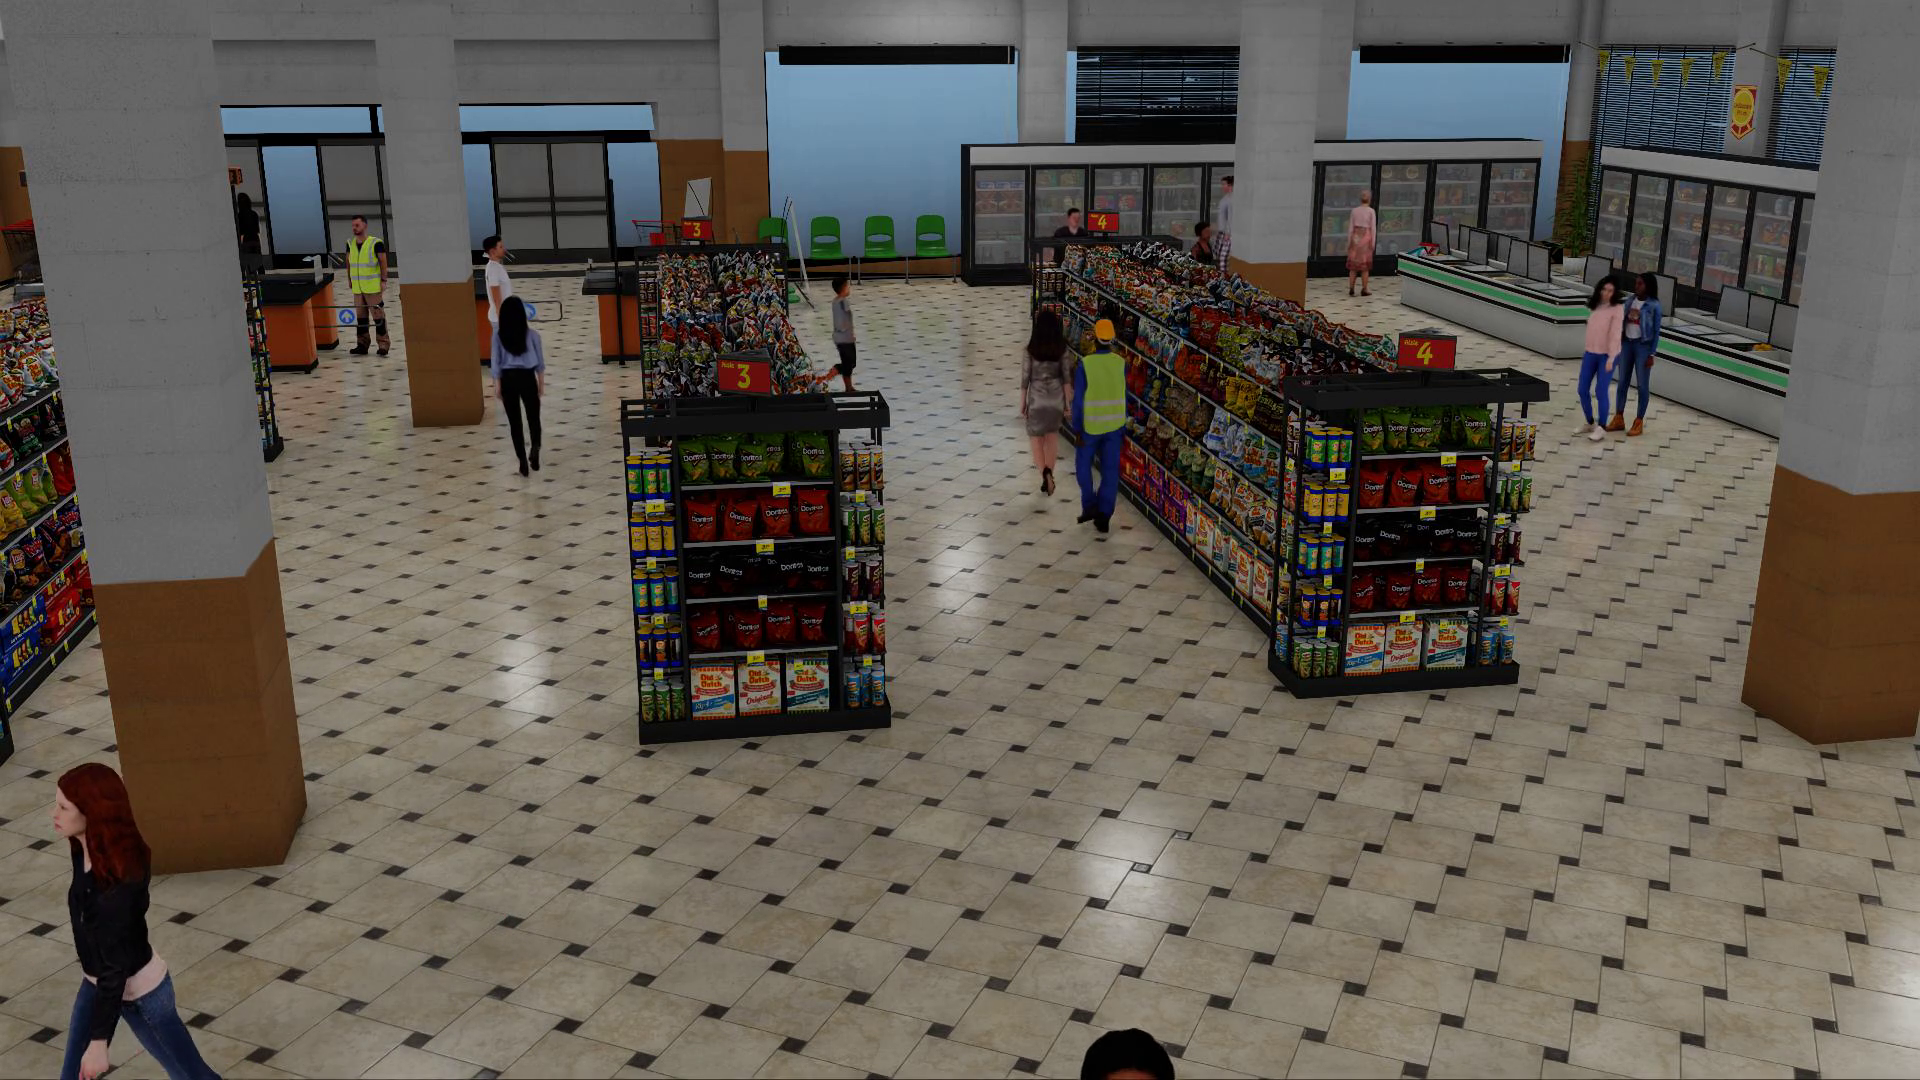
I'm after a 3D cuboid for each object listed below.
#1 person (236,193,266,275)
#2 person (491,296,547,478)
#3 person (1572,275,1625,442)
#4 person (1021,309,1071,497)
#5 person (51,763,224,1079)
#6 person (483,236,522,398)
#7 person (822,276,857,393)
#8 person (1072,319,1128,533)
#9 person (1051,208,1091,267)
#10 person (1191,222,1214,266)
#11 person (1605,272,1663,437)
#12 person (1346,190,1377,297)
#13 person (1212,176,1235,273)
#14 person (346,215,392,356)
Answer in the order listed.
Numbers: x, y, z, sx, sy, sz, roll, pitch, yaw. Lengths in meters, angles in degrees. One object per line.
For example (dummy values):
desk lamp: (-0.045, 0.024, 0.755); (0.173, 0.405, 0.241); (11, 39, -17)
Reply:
person: (-11.515, -4.799, 26.982); (0.724, 1.638, 0.645); (9, 19, 28)
person: (-4.147, -1.408, 15.655); (0.721, 1.733, 0.833); (-6, 18, -18)
person: (6.648, -1.871, 17.187); (0.810, 1.728, 0.678); (-4, 17, -13)
person: (0.778, -1.176, 14.899); (0.612, 1.727, 1.006); (-2, 17, -8)
person: (-2.774, 1.600, 5.753); (1.112, 1.730, 1.220); (-15, 22, -40)
person: (-5.355, -2.601, 19.353); (0.761, 1.866, 0.545); (-5, 18, -17)
person: (-1.403, -2.396, 19.405); (0.842, 1.444, 0.918); (-11, 20, -32)
person: (1.207, -0.942, 13.996); (0.645, 1.805, 0.614); (-3, 17, -9)
person: (1.493, -3.606, 22.790); (0.873, 1.793, 1.257); (-6, 18, -19)
person: (3.188, -3.439, 22.423); (0.860, 1.687, 1.000); (-15, 22, -40)
person: (7.142, -1.971, 17.543); (0.733, 1.712, 0.594); (-11, 20, -32)
person: (6.490, -4.793, 26.878); (0.700, 1.689, 0.746); (8, 18, 23)
person: (4.522, -5.151, 27.805); (0.734, 1.836, 0.750); (-2, 17, -6)
person: (-7.799, -3.352, 21.864); (0.796, 1.844, 0.809); (2, 17, 8)
